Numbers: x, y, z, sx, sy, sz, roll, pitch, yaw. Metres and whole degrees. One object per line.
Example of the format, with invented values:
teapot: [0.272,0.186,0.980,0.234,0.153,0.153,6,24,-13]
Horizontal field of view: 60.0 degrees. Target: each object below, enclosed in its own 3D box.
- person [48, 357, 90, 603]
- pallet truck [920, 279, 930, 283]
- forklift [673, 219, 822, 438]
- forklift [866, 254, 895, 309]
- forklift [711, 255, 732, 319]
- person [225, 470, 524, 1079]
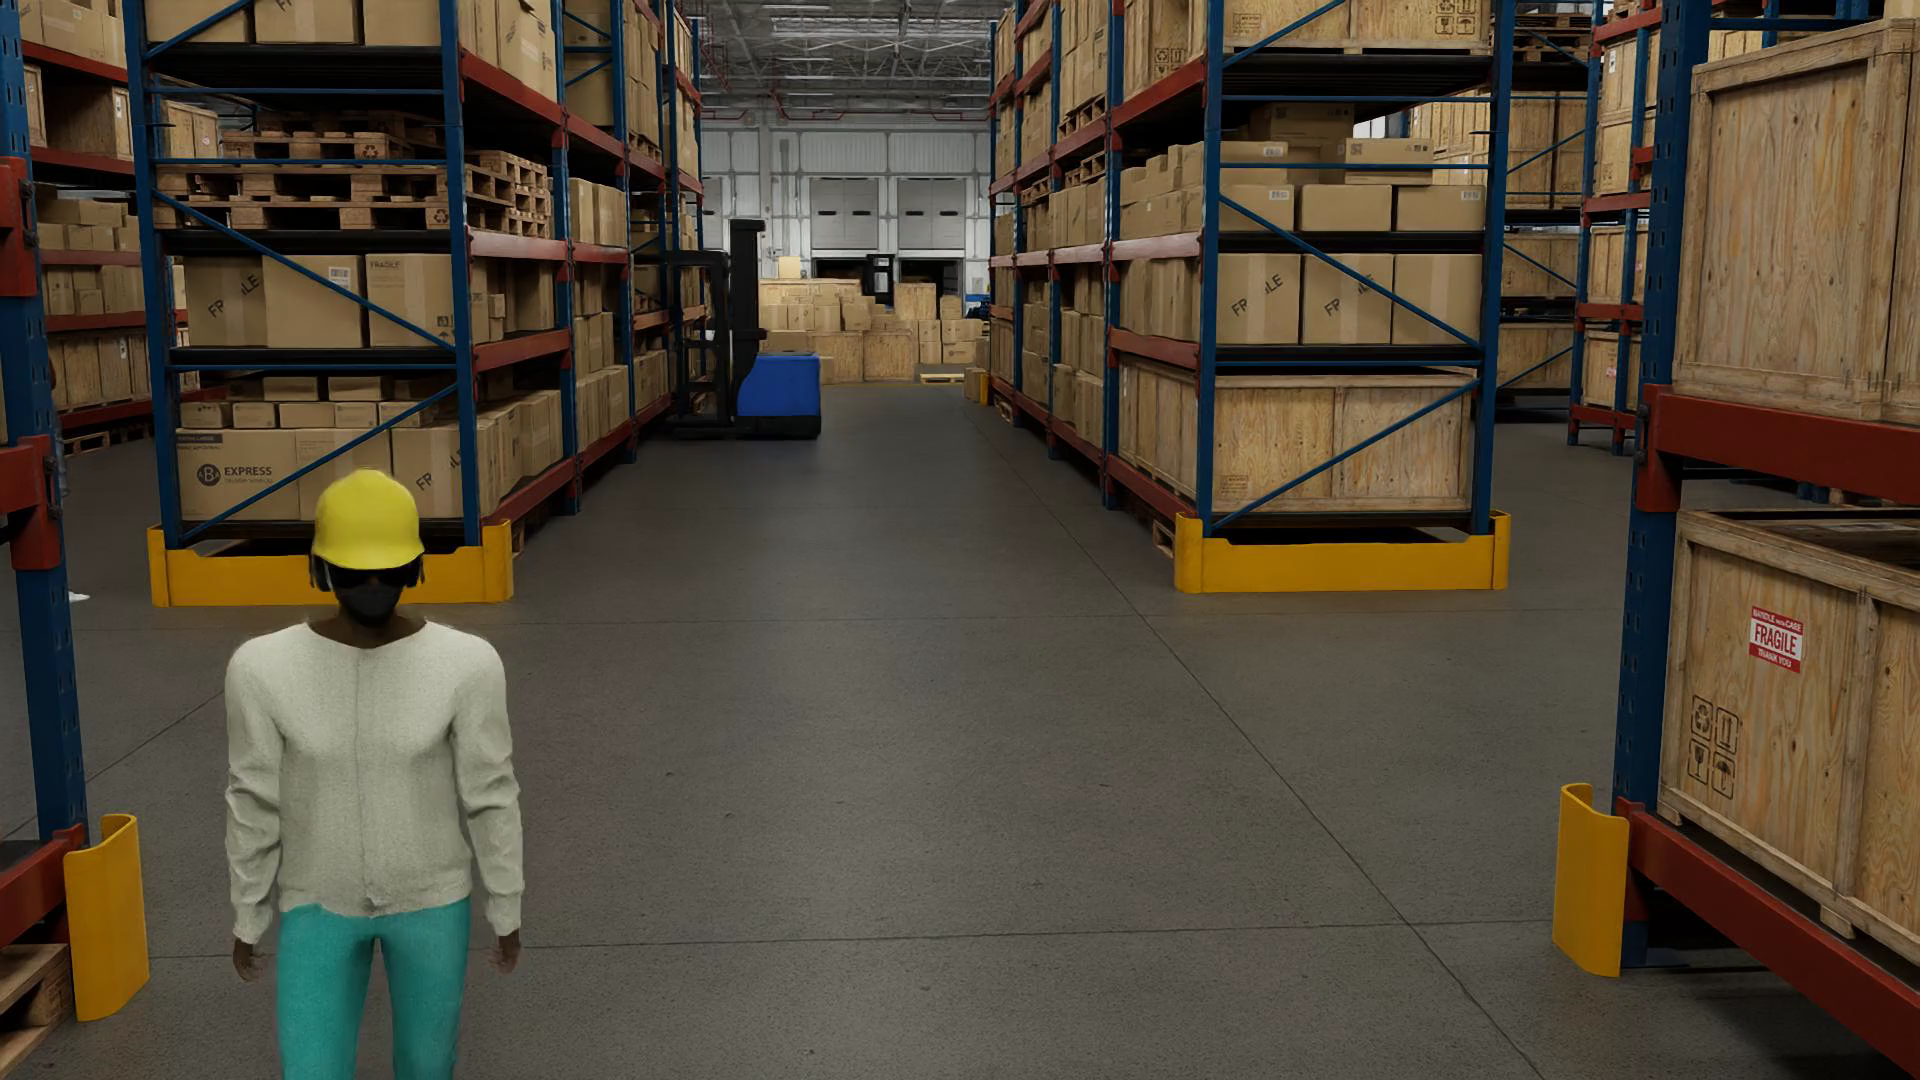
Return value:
person: [-5.925,-0.401,10.749,0.497,1.634,0.278,6,11,34]
pallet truck: [-0.932,-8.922,63.114,1.885,1.965,0.823,2,9,13]
forklift: [-2.767,-2.761,21.667,1.873,2.768,1.129,-1,9,-4]
forklift: [-2.661,-8.222,55.954,1.129,2.768,1.873,-5,10,-30]
forklift: [-8.368,-8.713,59.038,1.129,2.768,1.873,-1,9,-4]
person: [-1.138,0.730,3.271,0.556,1.748,0.424,-3,10,-19]
